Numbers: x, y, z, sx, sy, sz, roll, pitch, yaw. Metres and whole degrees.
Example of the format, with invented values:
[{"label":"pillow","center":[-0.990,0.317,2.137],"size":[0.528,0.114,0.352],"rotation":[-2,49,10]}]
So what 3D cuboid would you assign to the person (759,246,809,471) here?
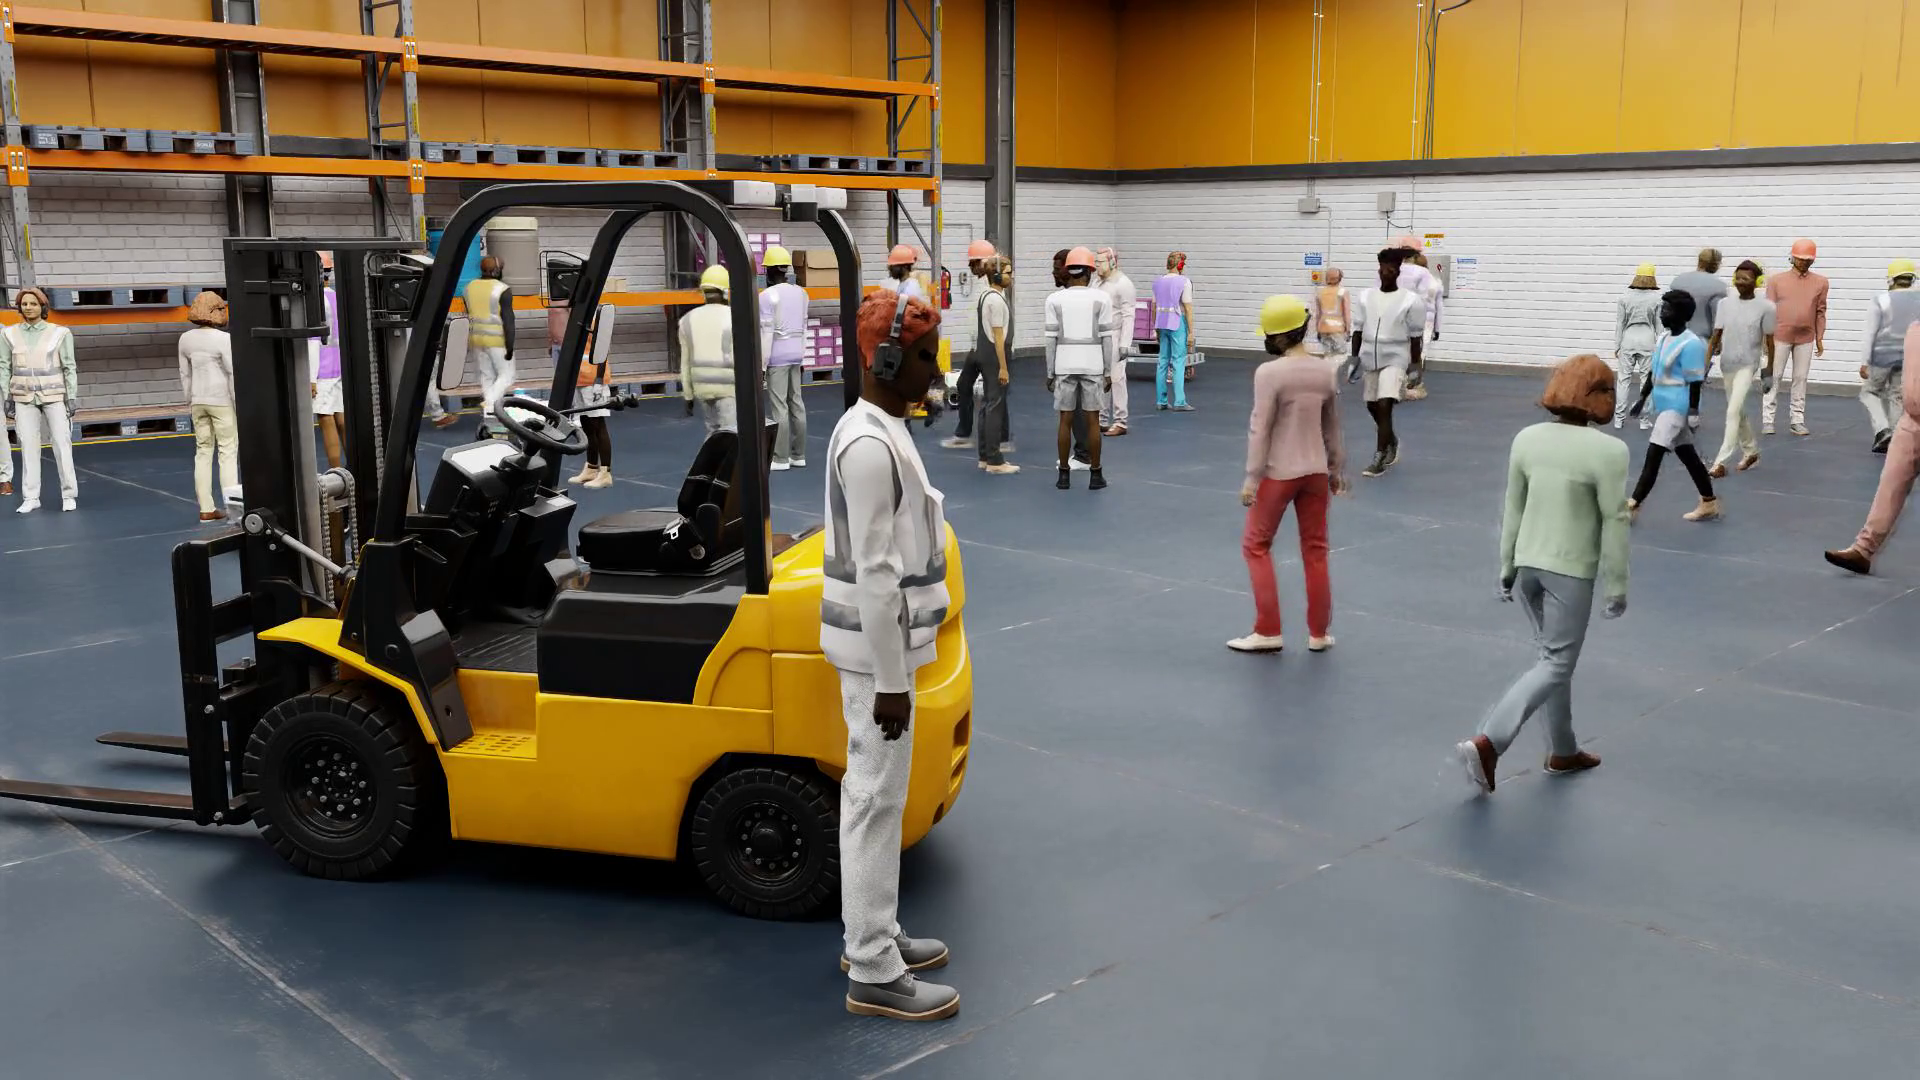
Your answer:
[{"label":"person","center":[-1.545,-1.554,14.323],"size":[0.370,1.928,0.585],"rotation":[7,12,34]}]

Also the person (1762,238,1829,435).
[{"label":"person","center":[8.482,-2.061,16.923],"size":[0.608,1.989,0.386],"rotation":[2,10,8]}]

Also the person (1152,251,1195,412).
[{"label":"person","center":[2.444,-2.392,19.137],"size":[0.389,1.839,0.563],"rotation":[-10,14,-42]}]

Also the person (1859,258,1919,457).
[{"label":"person","center":[8.496,-1.650,15.146],"size":[0.617,1.816,0.422],"rotation":[1,10,3]}]

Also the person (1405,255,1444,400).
[{"label":"person","center":[5.652,-2.636,20.658],"size":[0.647,1.792,0.994],"rotation":[5,11,24]}]

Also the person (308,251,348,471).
[{"label":"person","center":[-5.008,-1.327,13.106],"size":[0.388,1.929,0.539],"rotation":[1,10,5]}]

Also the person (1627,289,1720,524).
[{"label":"person","center":[4.984,-0.921,11.634],"size":[0.895,1.650,0.547],"rotation":[1,10,4]}]

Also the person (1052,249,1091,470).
[{"label":"person","center":[0.988,-1.554,14.411],"size":[0.404,1.905,0.606],"rotation":[1,10,3]}]

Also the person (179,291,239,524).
[{"label":"person","center":[-5.234,-0.925,11.701],"size":[0.498,1.633,0.282],"rotation":[4,11,19]}]

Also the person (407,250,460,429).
[{"label":"person","center":[-5.557,-2.019,17.028],"size":[0.717,1.873,0.987],"rotation":[5,11,25]}]

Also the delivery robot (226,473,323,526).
[{"label":"delivery robot","center":[-4.412,-0.281,10.878],"size":[0.477,0.478,0.707],"rotation":[6,12,32]}]

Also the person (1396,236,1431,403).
[{"label":"person","center":[5.441,-2.674,20.204],"size":[0.631,2.000,0.929],"rotation":[8,13,37]}]

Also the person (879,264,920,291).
[{"label":"person","center":[-0.702,-2.418,19.321],"size":[0.513,1.847,0.657],"rotation":[2,11,10]}]

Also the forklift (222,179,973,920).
[{"label":"forklift","center":[-1.114,-0.058,5.440],"size":[2.313,2.155,1.214],"rotation":[2,11,13]}]

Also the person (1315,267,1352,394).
[{"label":"person","center":[4.675,-2.630,21.008],"size":[0.463,1.616,0.534],"rotation":[-10,14,-42]}]

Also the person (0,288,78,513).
[{"label":"person","center":[-6.735,-1.019,12.184],"size":[0.514,1.645,0.307],"rotation":[-2,11,-13]}]

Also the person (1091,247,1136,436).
[{"label":"person","center":[1.482,-2.005,16.849],"size":[0.403,1.904,0.652],"rotation":[-7,12,-32]}]

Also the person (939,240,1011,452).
[{"label":"person","center":[0.125,-1.780,15.440],"size":[0.775,1.972,0.622],"rotation":[-3,11,-14]}]

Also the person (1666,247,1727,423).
[{"label":"person","center":[7.814,-2.158,17.713],"size":[0.584,1.903,0.677],"rotation":[-7,13,-35]}]

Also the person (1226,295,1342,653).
[{"label":"person","center":[1.595,-0.302,8.019],"size":[0.638,1.739,0.356],"rotation":[-6,12,-31]}]

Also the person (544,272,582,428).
[{"label":"person","center":[-4.170,-2.043,17.433],"size":[0.325,1.767,0.533],"rotation":[-10,14,-43]}]

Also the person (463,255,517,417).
[{"label":"person","center":[-4.893,-2.041,17.291],"size":[0.628,1.823,0.555],"rotation":[4,11,23]}]

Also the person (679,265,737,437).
[{"label":"person","center":[-1.791,-1.116,12.259],"size":[0.598,1.814,0.754],"rotation":[4,11,23]}]

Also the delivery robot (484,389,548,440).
[{"label":"delivery robot","center":[-4.214,-1.207,15.923],"size":[0.477,0.478,0.707],"rotation":[6,12,28]}]

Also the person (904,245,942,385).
[{"label":"person","center":[-0.607,-2.985,22.216],"size":[0.553,1.903,0.941],"rotation":[10,14,44]}]

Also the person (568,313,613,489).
[{"label":"person","center":[-2.982,-1.258,13.341],"size":[0.315,1.696,0.541],"rotation":[-7,13,-34]}]

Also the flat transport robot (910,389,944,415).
[{"label":"flat transport robot","center":[-0.534,-1.581,18.994],"size":[0.652,0.197,1.431],"rotation":[0,10,2]}]

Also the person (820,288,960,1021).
[{"label":"person","center":[-0.188,0.295,4.354],"size":[0.356,1.887,0.572],"rotation":[-1,10,-4]}]

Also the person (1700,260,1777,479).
[{"label":"person","center":[6.614,-1.450,14.084],"size":[0.992,1.825,0.508],"rotation":[-7,12,-33]}]

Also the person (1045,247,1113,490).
[{"label":"person","center":[0.951,-1.360,13.268],"size":[0.542,1.929,0.374],"rotation":[2,11,9]}]

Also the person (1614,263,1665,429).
[{"label":"person","center":[7.132,-2.034,17.472],"size":[0.485,1.737,0.321],"rotation":[5,11,24]}]

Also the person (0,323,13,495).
[{"label":"person","center":[-7.633,-1.154,12.948],"size":[0.499,1.634,0.280],"rotation":[-2,11,-10]}]

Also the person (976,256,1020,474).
[{"label":"person","center":[0.312,-1.483,14.164],"size":[0.343,1.847,0.506],"rotation":[-2,11,-12]}]

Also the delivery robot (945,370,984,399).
[{"label":"delivery robot","center":[0.184,-1.850,19.430],"size":[0.707,0.478,0.477],"rotation":[0,10,2]}]

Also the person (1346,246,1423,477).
[{"label":"person","center":[3.675,-1.542,14.255],"size":[0.594,1.938,0.931],"rotation":[8,13,38]}]

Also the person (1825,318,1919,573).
[{"label":"person","center":[5.717,-0.690,9.815],"size":[0.995,1.856,0.641],"rotation":[-3,11,-16]}]

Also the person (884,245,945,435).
[{"label":"person","center":[-0.490,-2.011,16.830],"size":[0.556,1.923,0.567],"rotation":[-1,10,-5]}]

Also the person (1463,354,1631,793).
[{"label":"person","center":[2.131,0.127,6.057],"size":[0.740,1.603,0.508],"rotation":[-6,12,-28]}]
